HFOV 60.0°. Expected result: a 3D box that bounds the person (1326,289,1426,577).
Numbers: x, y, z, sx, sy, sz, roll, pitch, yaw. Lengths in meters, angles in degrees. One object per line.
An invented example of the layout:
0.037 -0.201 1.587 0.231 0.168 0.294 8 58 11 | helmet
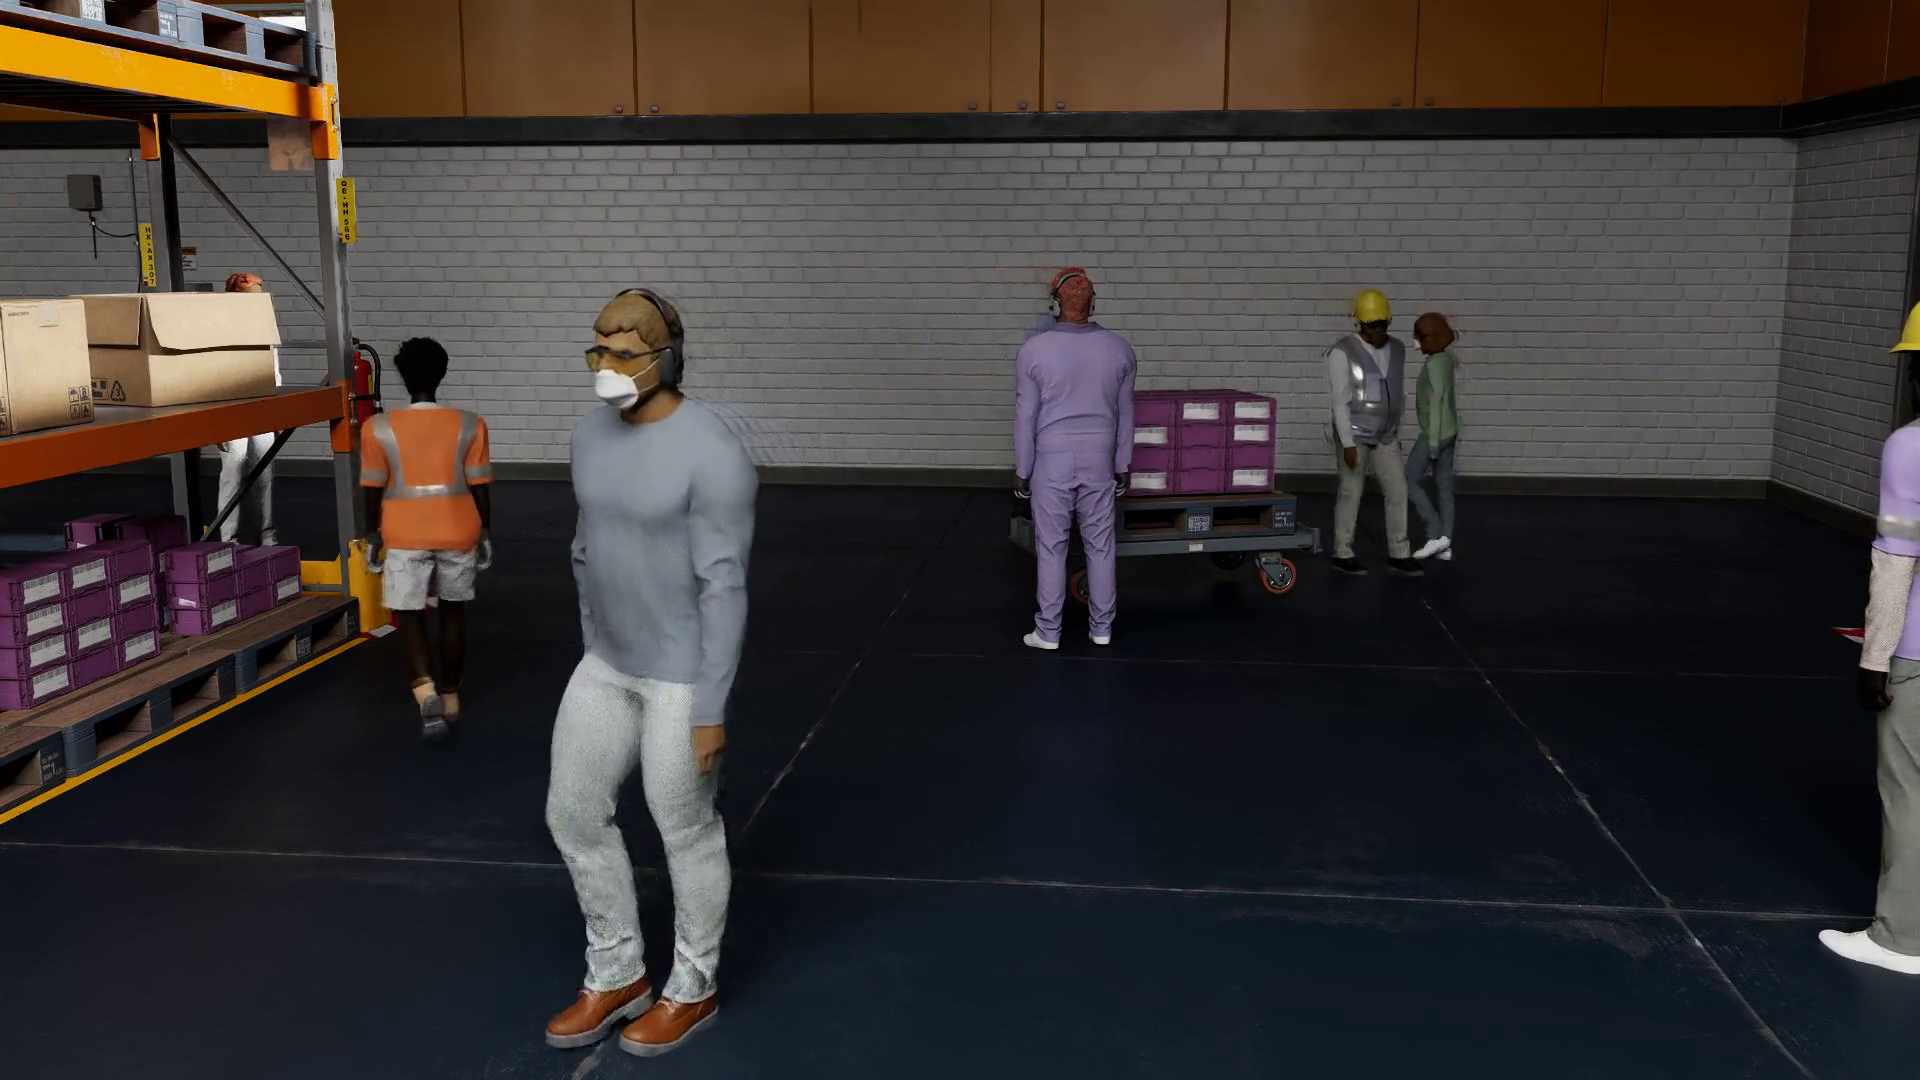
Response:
2.541 -0.633 10.191 0.615 1.787 0.676 -5 11 -25 | person

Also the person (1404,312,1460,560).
3.067 -0.664 10.795 0.359 1.618 0.532 6 12 31 | person

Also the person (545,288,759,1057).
-0.804 0.358 4.073 0.662 1.926 0.571 8 13 38 | person

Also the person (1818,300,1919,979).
2.734 0.261 4.672 0.588 1.918 0.396 -5 11 -24 | person

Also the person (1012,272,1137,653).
0.561 -0.386 8.392 0.641 1.913 0.407 -3 10 -16 | person

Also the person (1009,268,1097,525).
0.805 -1.007 12.041 0.856 1.908 0.556 -3 10 -15 | person

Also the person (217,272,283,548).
-4.545 -0.756 10.613 0.348 1.879 0.579 5 11 25 | person

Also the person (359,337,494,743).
-2.183 -0.002 6.881 0.531 1.666 0.761 -4 11 -24 | person
